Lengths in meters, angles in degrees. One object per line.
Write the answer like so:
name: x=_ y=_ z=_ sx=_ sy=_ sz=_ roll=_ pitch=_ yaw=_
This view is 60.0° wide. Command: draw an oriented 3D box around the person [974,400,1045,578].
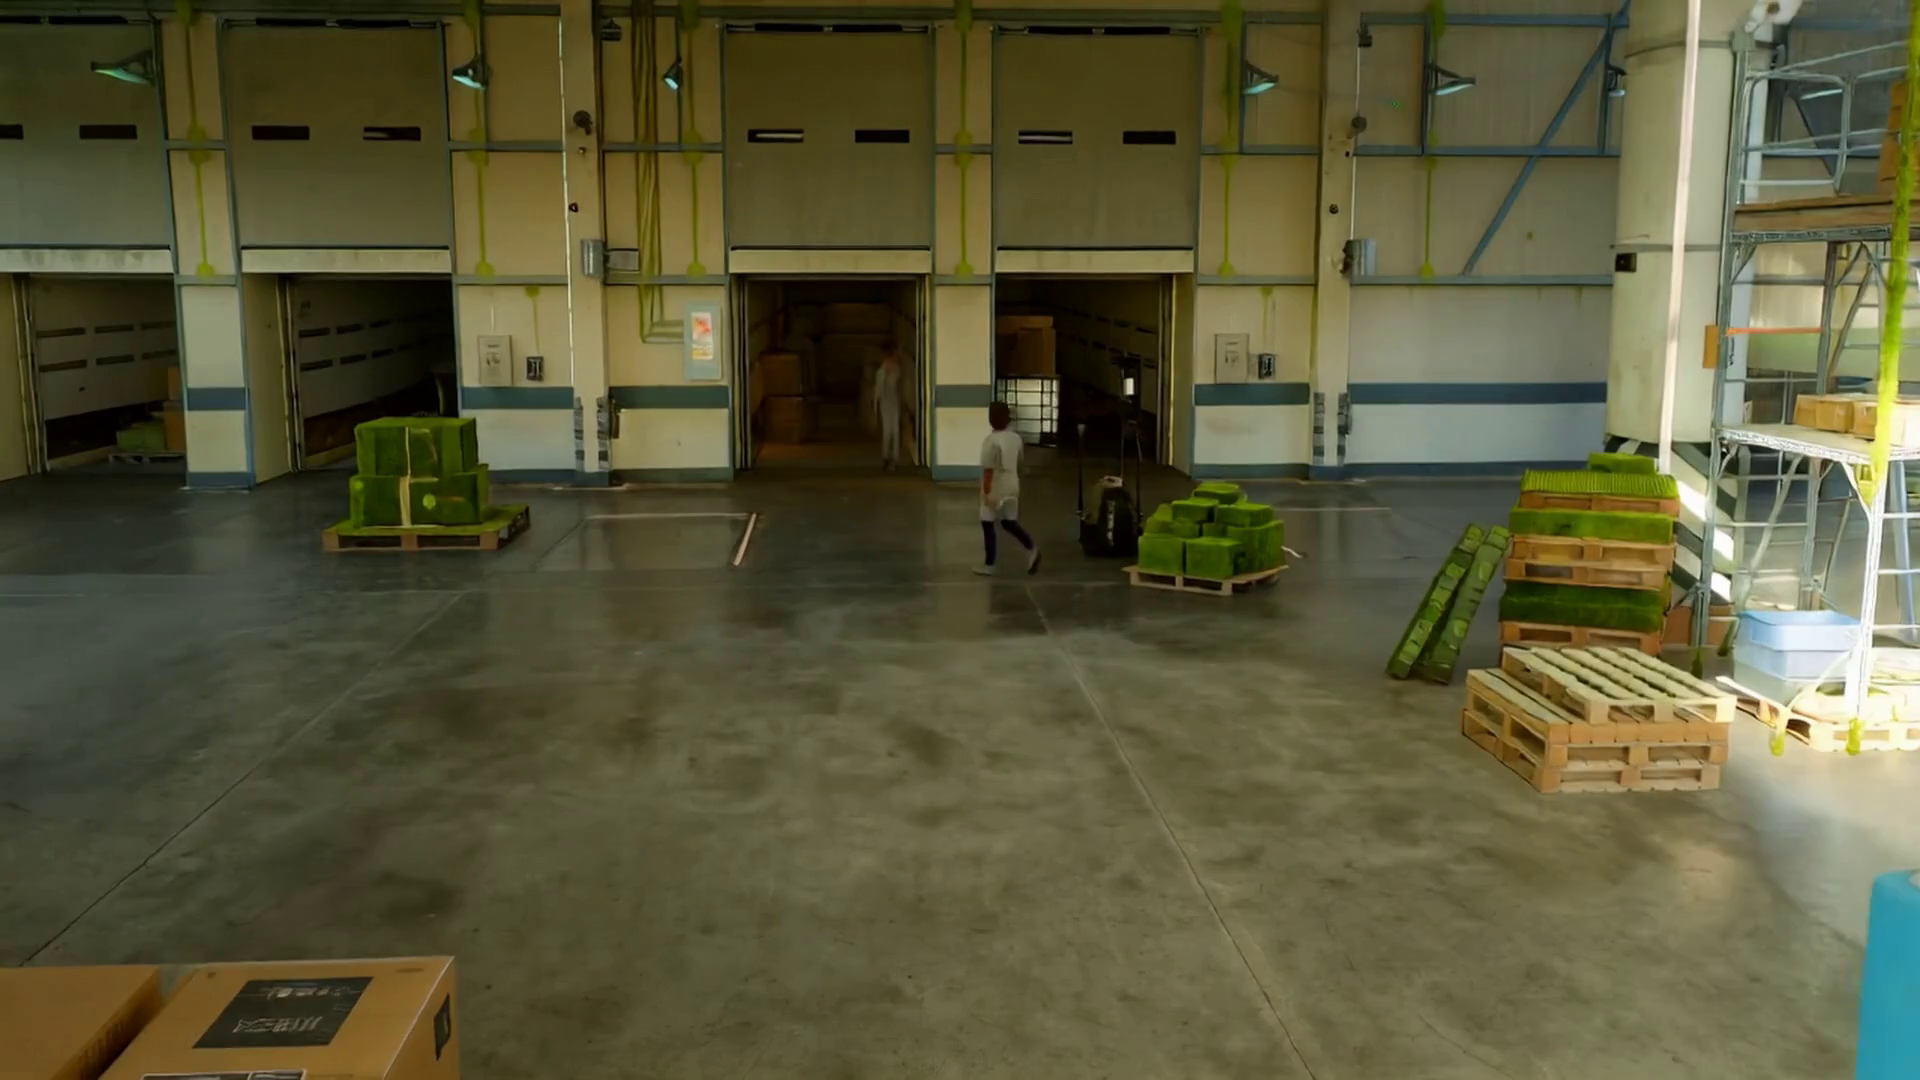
person: x=0.441 y=-0.454 z=15.372 sx=0.678 sy=1.678 sz=0.537 roll=8 pitch=12 yaw=40

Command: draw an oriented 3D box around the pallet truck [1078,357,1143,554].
pallet truck: x=2.088 y=-0.836 z=16.757 sx=1.885 sy=1.965 sz=0.823 roll=2 pitch=9 yaw=13

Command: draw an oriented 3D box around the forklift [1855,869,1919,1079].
forklift: x=3.298 y=0.754 z=4.010 sx=1.129 sy=2.768 sz=1.873 roll=-2 pitch=9 yaw=-10
